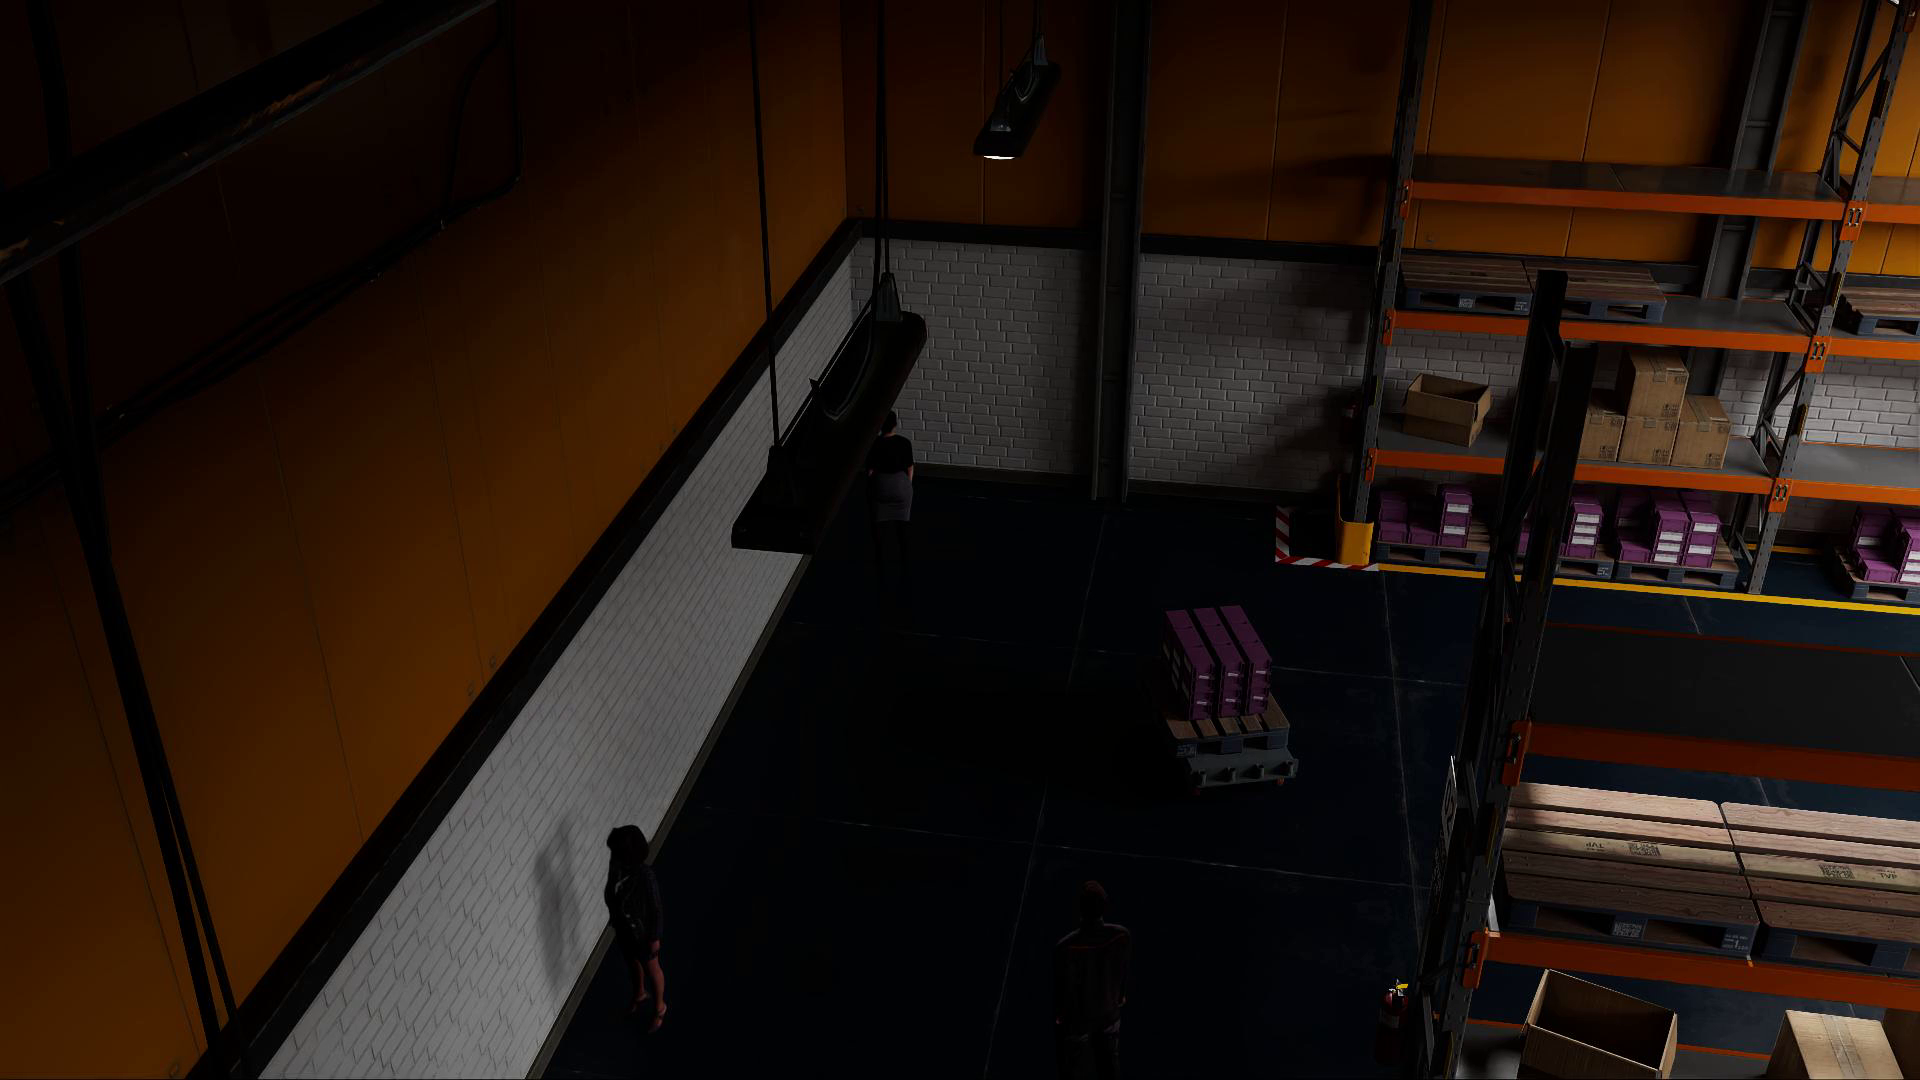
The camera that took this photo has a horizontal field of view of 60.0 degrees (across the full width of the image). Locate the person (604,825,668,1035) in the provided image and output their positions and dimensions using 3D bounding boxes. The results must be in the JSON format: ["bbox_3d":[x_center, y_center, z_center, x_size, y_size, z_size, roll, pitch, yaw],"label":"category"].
[{"bbox_3d":[-2.206,2.649,11.373,0.647,1.702,0.765,22,35,34],"label":"person"}]

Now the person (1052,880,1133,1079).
[{"bbox_3d":[0.815,2.963,10.578,0.707,1.911,0.835,-10,30,-18],"label":"person"}]

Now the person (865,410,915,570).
[{"bbox_3d":[-0.724,-0.520,17.122,0.607,1.760,0.766,0,29,0],"label":"person"}]
